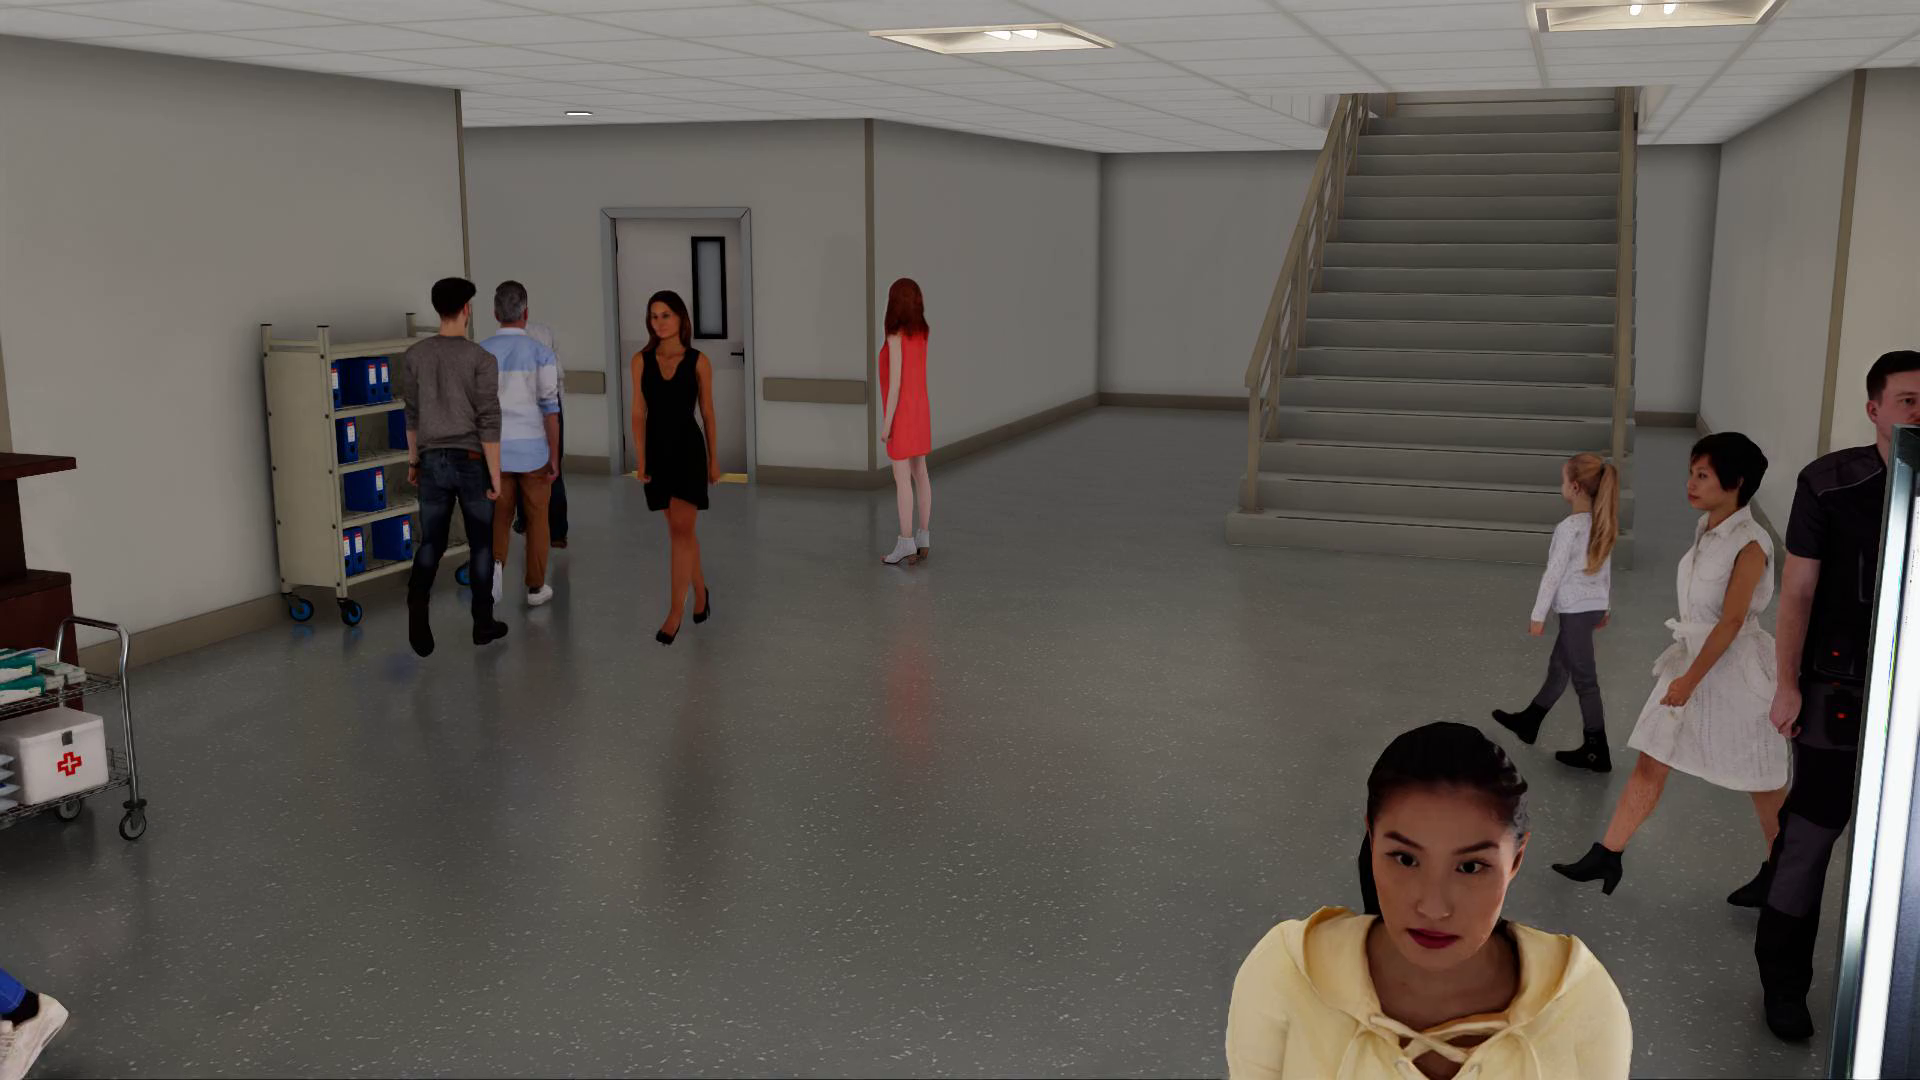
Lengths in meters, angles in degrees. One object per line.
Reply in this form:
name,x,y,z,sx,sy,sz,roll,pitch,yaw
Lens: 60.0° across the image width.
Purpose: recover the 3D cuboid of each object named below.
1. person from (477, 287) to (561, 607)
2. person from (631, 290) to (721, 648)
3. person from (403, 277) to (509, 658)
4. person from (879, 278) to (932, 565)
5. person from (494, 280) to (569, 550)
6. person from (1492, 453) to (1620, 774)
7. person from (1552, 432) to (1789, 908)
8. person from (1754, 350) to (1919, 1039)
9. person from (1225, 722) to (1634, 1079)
person,-2.508,-0.484,9.282,0.883,1.806,1.035,0,11,2
person,-1.459,-0.344,8.629,0.784,1.774,1.251,1,11,3
person,-2.573,-0.341,8.320,0.878,1.882,1.150,1,11,5
person,-0.336,-0.766,10.710,0.681,1.828,0.496,6,12,29
person,-2.778,-0.774,10.930,1.186,1.761,1.256,-5,12,-24
person,2.514,0.303,6.597,0.817,1.260,0.782,-10,15,-42
person,2.443,0.451,5.143,0.857,1.512,0.986,-1,11,-4
person,2.448,0.414,4.444,0.803,1.845,0.730,0,11,0
person,0.548,0.984,2.061,0.713,1.613,0.949,2,11,12
